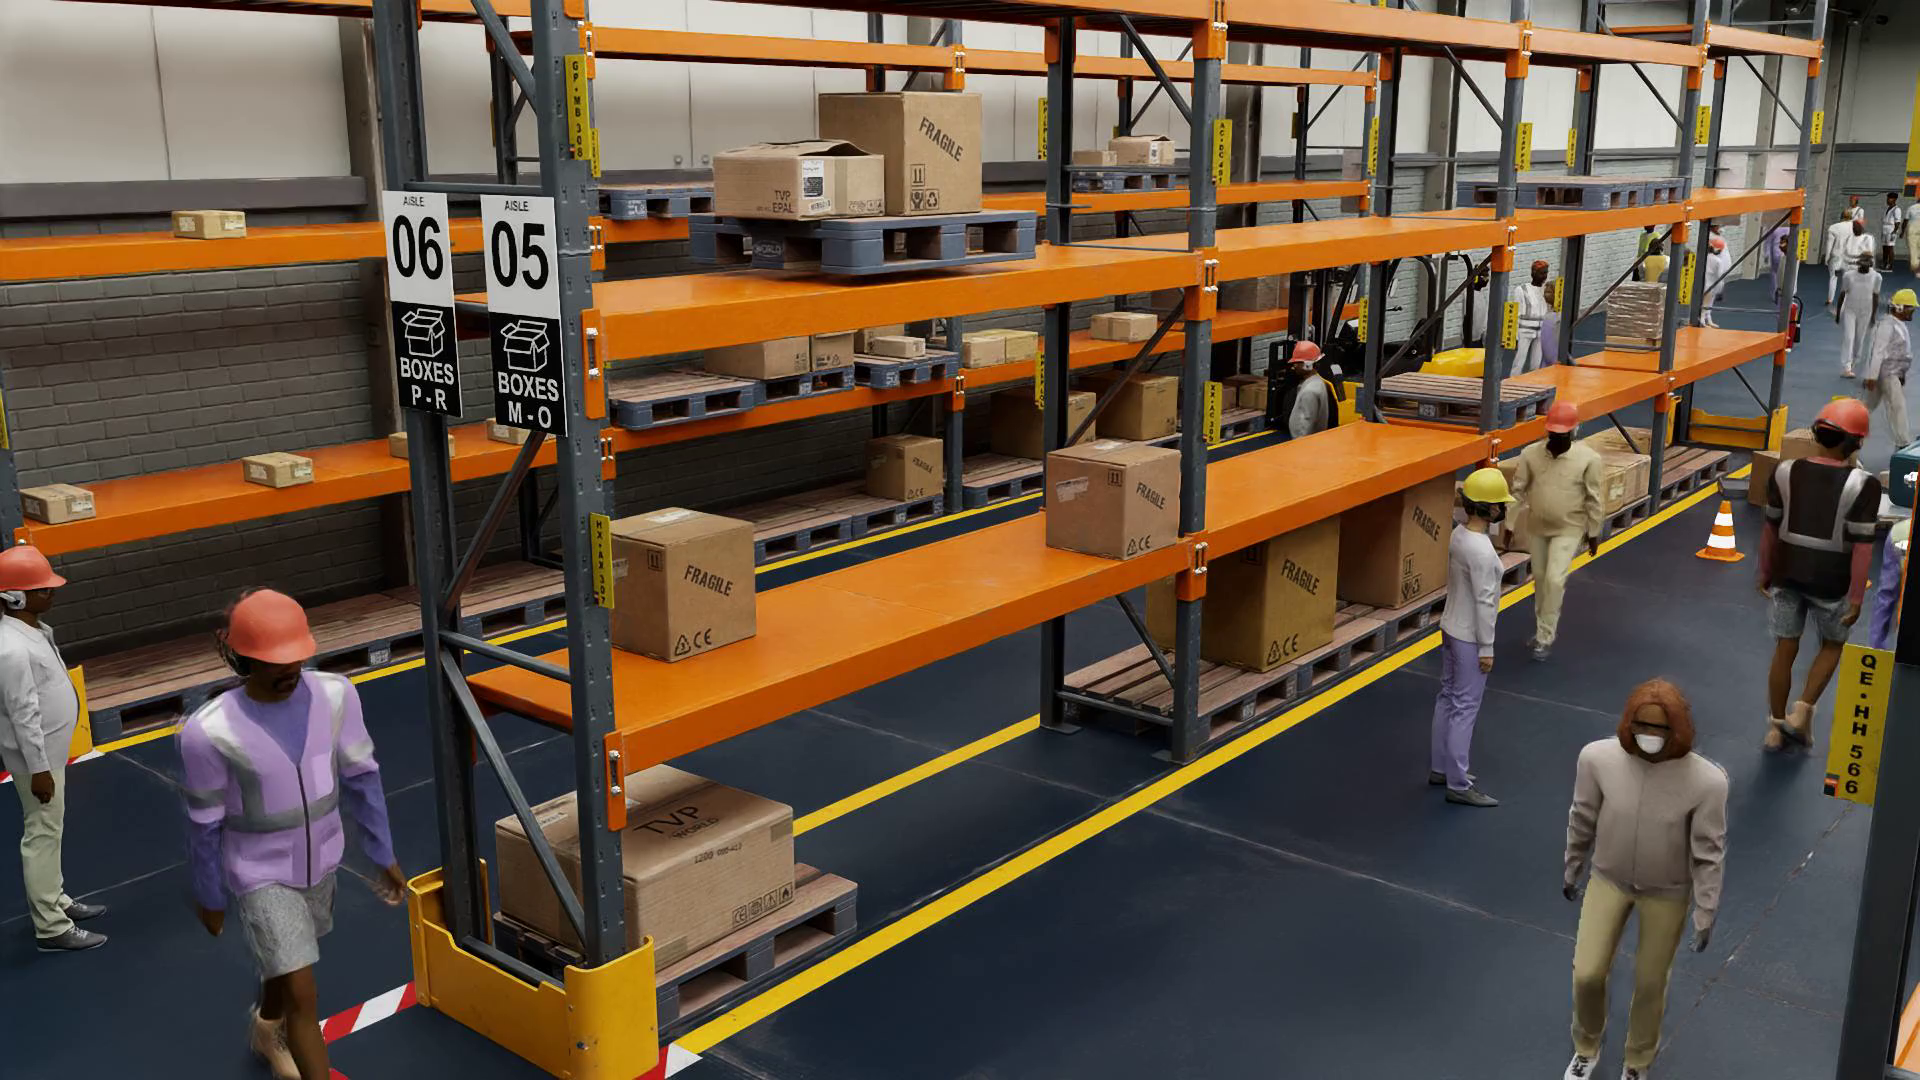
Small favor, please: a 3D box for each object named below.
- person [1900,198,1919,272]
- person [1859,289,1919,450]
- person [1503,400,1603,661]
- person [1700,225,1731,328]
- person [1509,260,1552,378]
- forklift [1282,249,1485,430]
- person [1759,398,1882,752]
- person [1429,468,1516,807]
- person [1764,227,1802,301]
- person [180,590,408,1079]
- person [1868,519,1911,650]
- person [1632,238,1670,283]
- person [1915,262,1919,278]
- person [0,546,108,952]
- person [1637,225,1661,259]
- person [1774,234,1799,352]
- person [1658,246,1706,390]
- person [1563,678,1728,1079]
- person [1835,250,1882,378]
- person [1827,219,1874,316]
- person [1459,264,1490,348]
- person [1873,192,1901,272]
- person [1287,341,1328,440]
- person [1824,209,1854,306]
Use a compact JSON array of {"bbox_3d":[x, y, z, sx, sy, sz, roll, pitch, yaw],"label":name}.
[{"bbox_3d":[23.927,-7.725,41.523,0.680,2.000,0.989,2,14,9],"label":"person"},{"bbox_3d":[10.129,-1.847,18.149,0.953,1.780,0.600,11,18,38],"label":"person"},{"bbox_3d":[3.879,-0.070,11.004,0.604,1.715,0.728,12,18,40],"label":"person"},{"bbox_3d":[13.301,-4.735,29.349,0.537,2.000,0.689,13,19,42],"label":"person"},{"bbox_3d":[7.164,-2.564,20.858,0.577,1.876,0.346,-4,14,-17],"label":"person"},{"bbox_3d":[4.886,-2.214,18.767,2.313,2.155,1.214,11,18,38],"label":"forklift"},{"bbox_3d":[4.747,0.210,9.250,0.426,2.024,0.634,-13,19,-41],"label":"person"},{"bbox_3d":[2.658,0.495,8.623,0.314,1.768,0.526,0,14,-1],"label":"person"},{"bbox_3d":[17.017,-5.872,34.313,0.666,1.869,0.926,11,18,39],"label":"person"},{"bbox_3d":[-2.315,1.104,5.723,1.081,1.982,0.611,11,17,37],"label":"person"},{"bbox_3d":[4.769,0.550,8.127,0.589,1.902,0.450,11,18,38],"label":"person"},{"bbox_3d":[10.658,-3.723,25.638,0.626,1.844,0.429,4,14,17],"label":"person"},{"bbox_3d":[23.162,-7.013,39.426,0.888,1.634,0.549,-1,14,-3],"label":"person"},{"bbox_3d":[-3.898,0.880,7.079,0.326,1.751,0.559,-7,15,-25],"label":"person"},{"bbox_3d":[13.197,-5.270,31.927,0.389,1.846,0.566,-4,14,-15],"label":"person"},{"bbox_3d":[13.054,-3.900,26.337,0.332,1.861,0.499,0,14,-1],"label":"person"},{"bbox_3d":[9.661,-2.976,22.395,0.635,1.939,0.361,0,14,1],"label":"person"},{"bbox_3d":[2.384,1.249,5.848,0.523,1.612,0.427,7,16,28],"label":"person"},{"bbox_3d":[12.808,-3.241,23.767,0.504,1.812,0.857,6,15,21],"label":"person"},{"bbox_3d":[16.901,-5.155,31.493,1.004,1.830,0.601,-5,15,-20],"label":"person"},{"bbox_3d":[6.319,-2.460,20.469,0.329,1.861,0.503,10,17,35],"label":"person"},{"bbox_3d":[23.188,-7.685,41.509,0.361,1.964,0.617,1,14,3],"label":"person"},{"bbox_3d":[2.886,-0.795,13.929,0.356,1.741,0.566,3,14,12],"label":"person"},{"bbox_3d":[17.613,-5.636,33.225,0.637,1.938,0.357,4,14,17],"label":"person"}]
